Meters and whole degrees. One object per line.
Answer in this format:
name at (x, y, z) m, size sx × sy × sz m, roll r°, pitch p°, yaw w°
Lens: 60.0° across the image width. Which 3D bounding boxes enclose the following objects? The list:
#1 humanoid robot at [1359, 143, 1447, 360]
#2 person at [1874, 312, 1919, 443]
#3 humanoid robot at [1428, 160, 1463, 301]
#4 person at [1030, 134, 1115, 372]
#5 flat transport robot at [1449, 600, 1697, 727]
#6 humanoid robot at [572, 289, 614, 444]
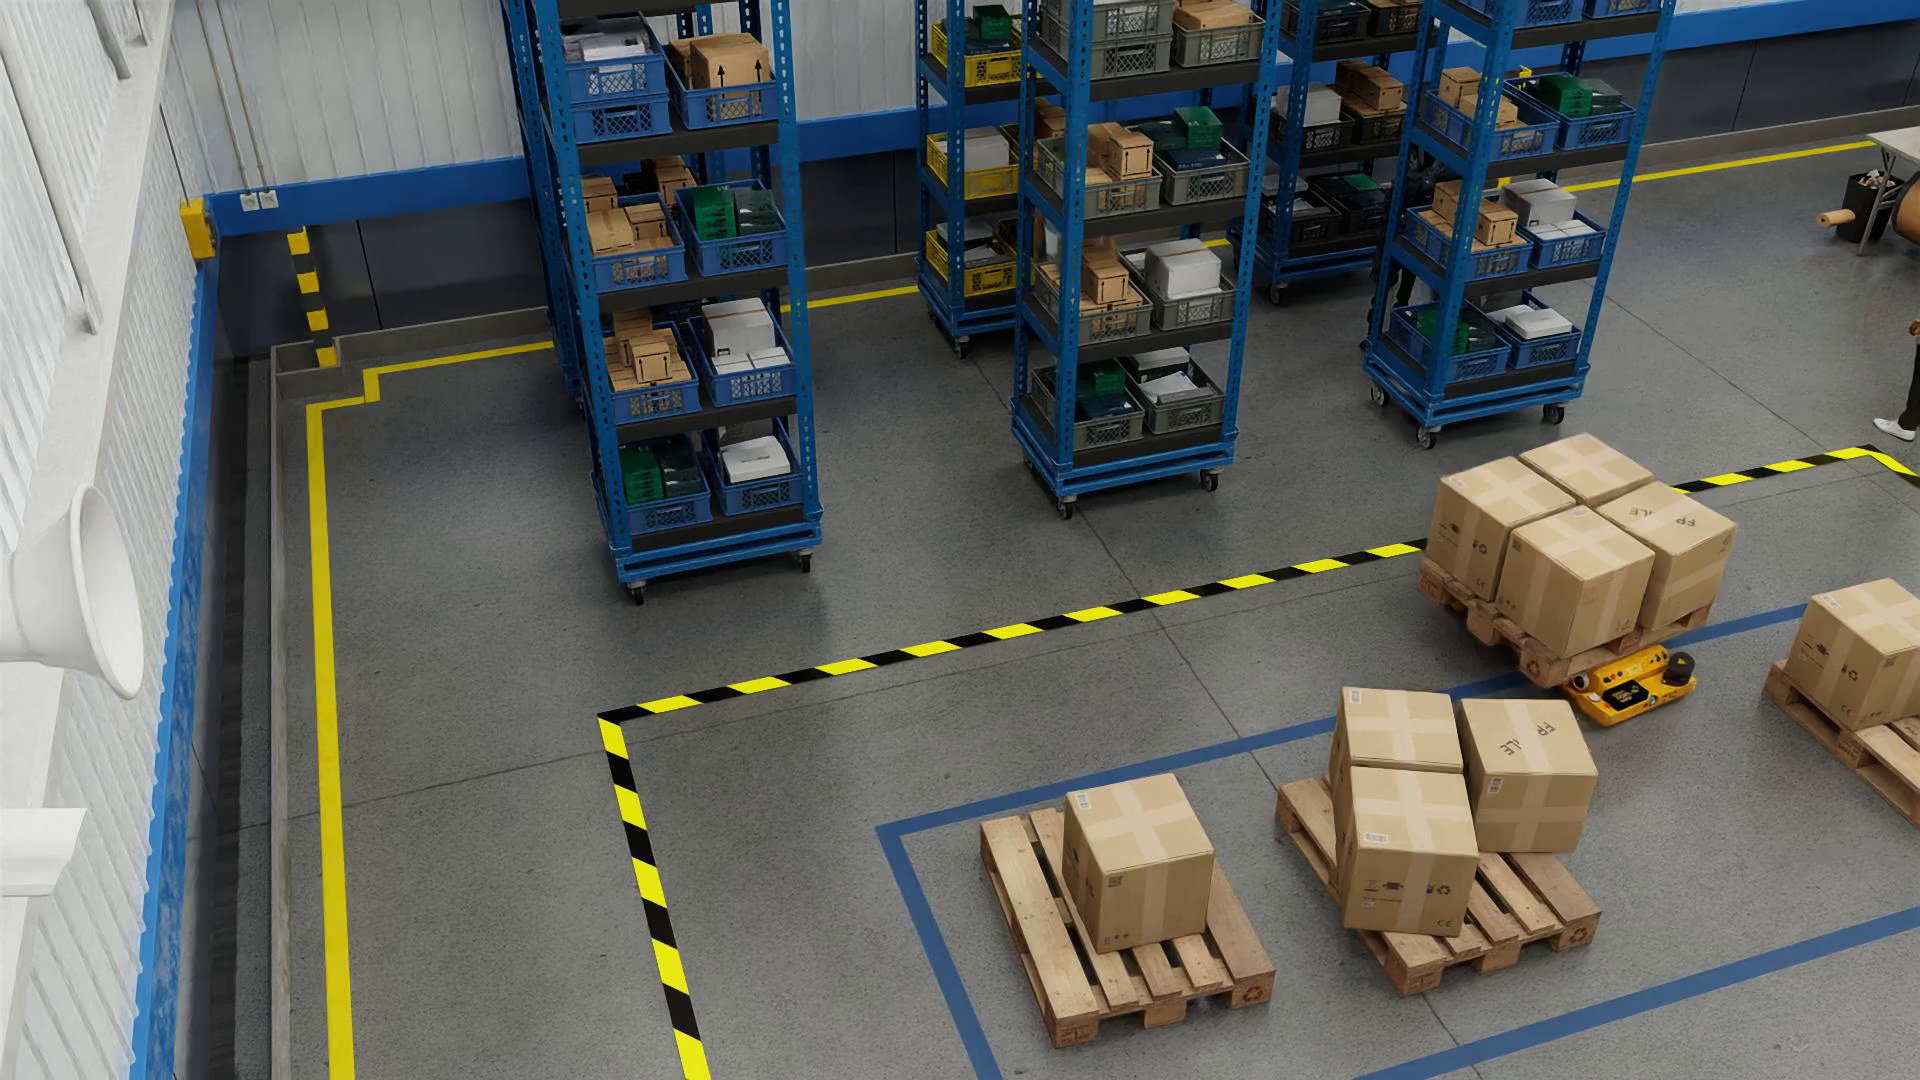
humanoid robot at (3.163, -2.082, 11.772) m, size 0.599 × 1.657 × 0.315 m, roll -15°, pitch 38°, yaw -20°
person at (6.450, -1.508, 10.820) m, size 0.599 × 1.850 × 0.390 m, roll -11°, pitch 37°, yaw -15°
humanoid robot at (3.493, -2.142, 11.870) m, size 0.454 × 1.635 × 0.588 m, roll -8°, pitch 36°, yaw -12°
person at (0.789, -1.936, 11.459) m, size 0.618 × 1.815 × 0.541 m, roll 19°, pitch 39°, yaw 25°
flat transport robot at (3.368, 0.467, 9.370) m, size 0.652 × 0.197 × 1.431 m, roll -17°, pitch 39°, yaw -23°
humanoid robot at (-2.217, -1.308, 10.689) m, size 0.505 × 1.638 × 0.584 m, roll 3°, pitch 35°, yaw 4°
